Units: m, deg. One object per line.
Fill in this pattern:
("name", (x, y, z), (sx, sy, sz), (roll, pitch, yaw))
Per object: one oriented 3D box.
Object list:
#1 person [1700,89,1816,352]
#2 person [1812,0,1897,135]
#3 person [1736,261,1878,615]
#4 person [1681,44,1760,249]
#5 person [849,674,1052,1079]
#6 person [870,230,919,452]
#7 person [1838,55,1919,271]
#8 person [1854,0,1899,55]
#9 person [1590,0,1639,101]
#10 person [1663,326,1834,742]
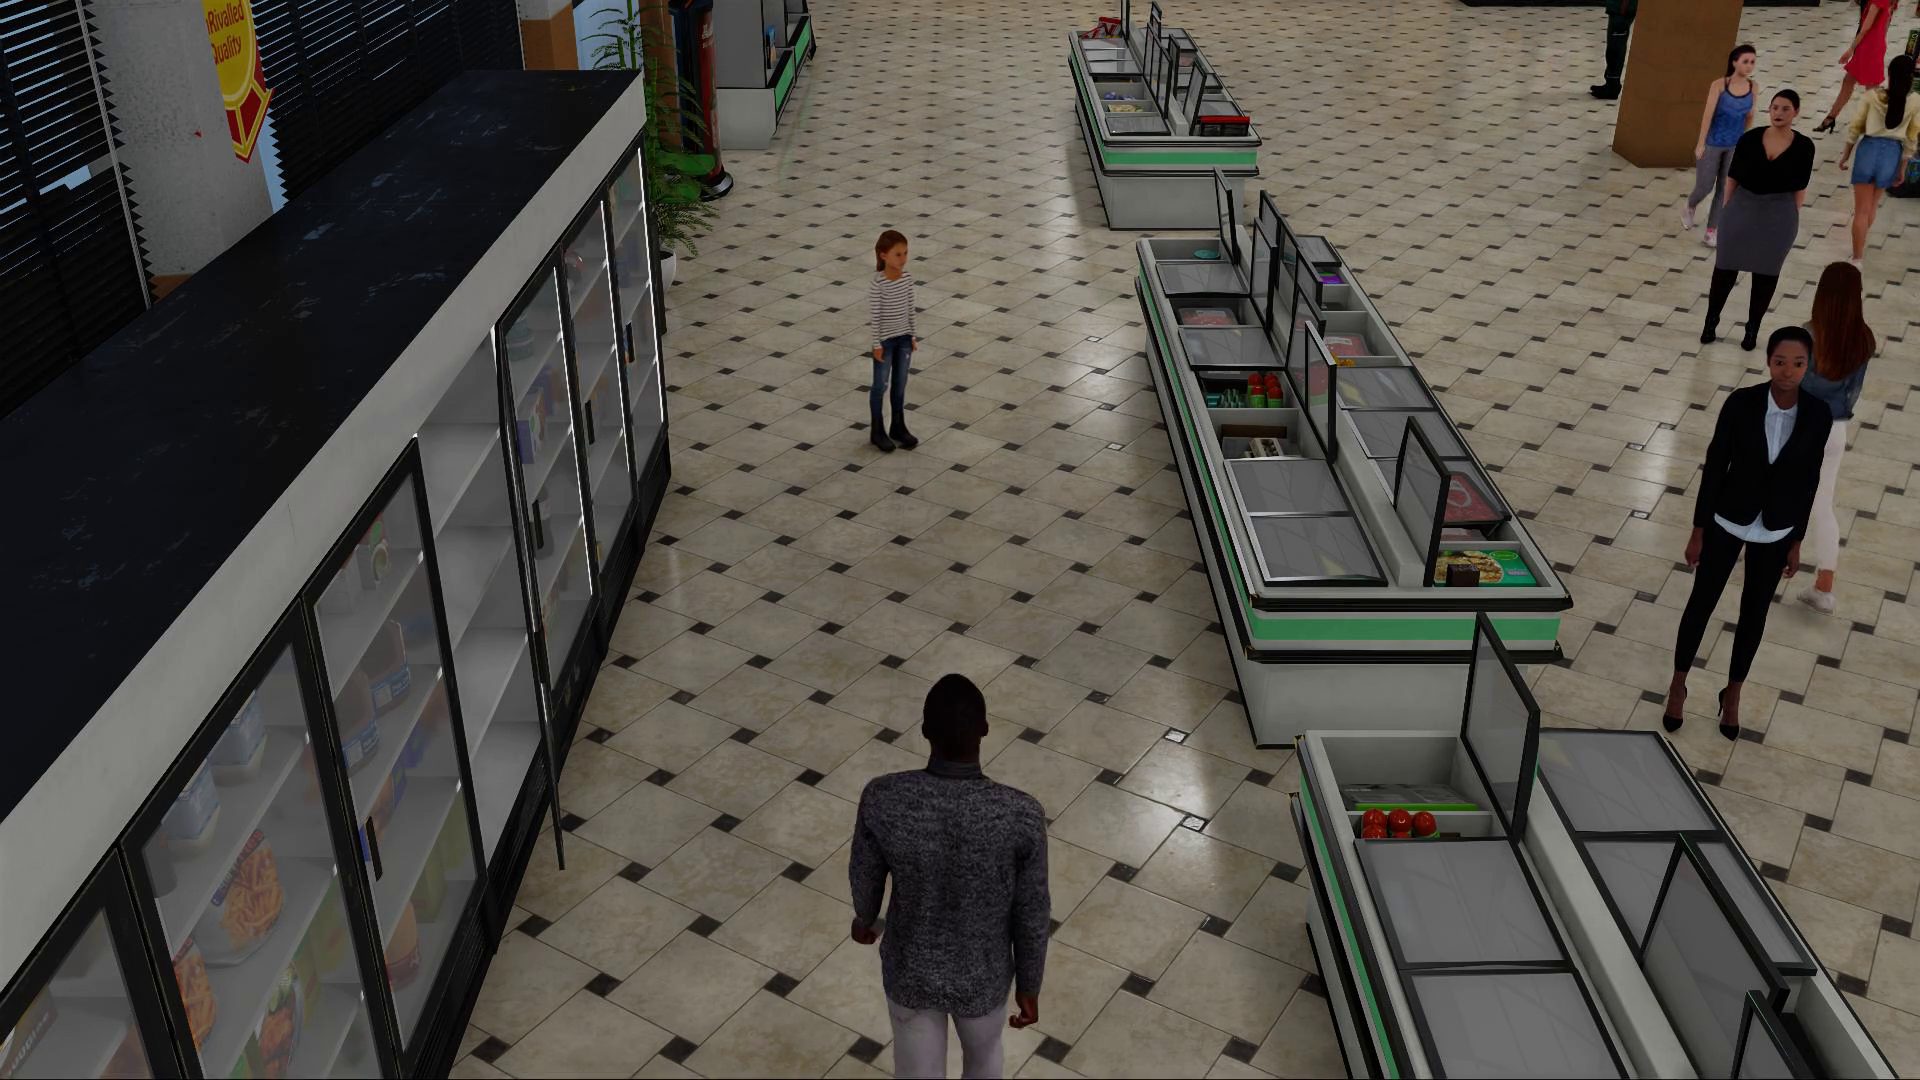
("person", (5.376, -2.153, 11.196), (0.773, 1.759, 0.800), (16, 31, 29))
("person", (9.083, -4.763, 16.434), (1.020, 1.678, 1.021), (20, 33, 34))
("person", (4.104, -0.442, 7.939), (0.723, 1.654, 1.161), (-3, 27, -6))
("person", (6.112, -3.182, 13.404), (0.574, 1.598, 0.736), (1, 27, 1))
("person", (-0.043, 1.236, 4.460), (0.705, 1.809, 0.992), (0, 27, -1))
("person", (-0.409, -1.175, 9.761), (0.561, 1.313, 0.614), (-20, 33, -34))
("person", (7.027, -2.853, 12.767), (0.898, 1.587, 1.191), (10, 28, 18))
("person", (10.686, -6.335, 19.391), (0.823, 1.807, 0.871), (18, 32, 32))
("person", (7.296, -5.813, 18.326), (0.827, 1.839, 0.685), (10, 28, 19))
("person", (3.252, -0.006, 6.879), (0.648, 1.834, 0.611), (8, 28, 15))
